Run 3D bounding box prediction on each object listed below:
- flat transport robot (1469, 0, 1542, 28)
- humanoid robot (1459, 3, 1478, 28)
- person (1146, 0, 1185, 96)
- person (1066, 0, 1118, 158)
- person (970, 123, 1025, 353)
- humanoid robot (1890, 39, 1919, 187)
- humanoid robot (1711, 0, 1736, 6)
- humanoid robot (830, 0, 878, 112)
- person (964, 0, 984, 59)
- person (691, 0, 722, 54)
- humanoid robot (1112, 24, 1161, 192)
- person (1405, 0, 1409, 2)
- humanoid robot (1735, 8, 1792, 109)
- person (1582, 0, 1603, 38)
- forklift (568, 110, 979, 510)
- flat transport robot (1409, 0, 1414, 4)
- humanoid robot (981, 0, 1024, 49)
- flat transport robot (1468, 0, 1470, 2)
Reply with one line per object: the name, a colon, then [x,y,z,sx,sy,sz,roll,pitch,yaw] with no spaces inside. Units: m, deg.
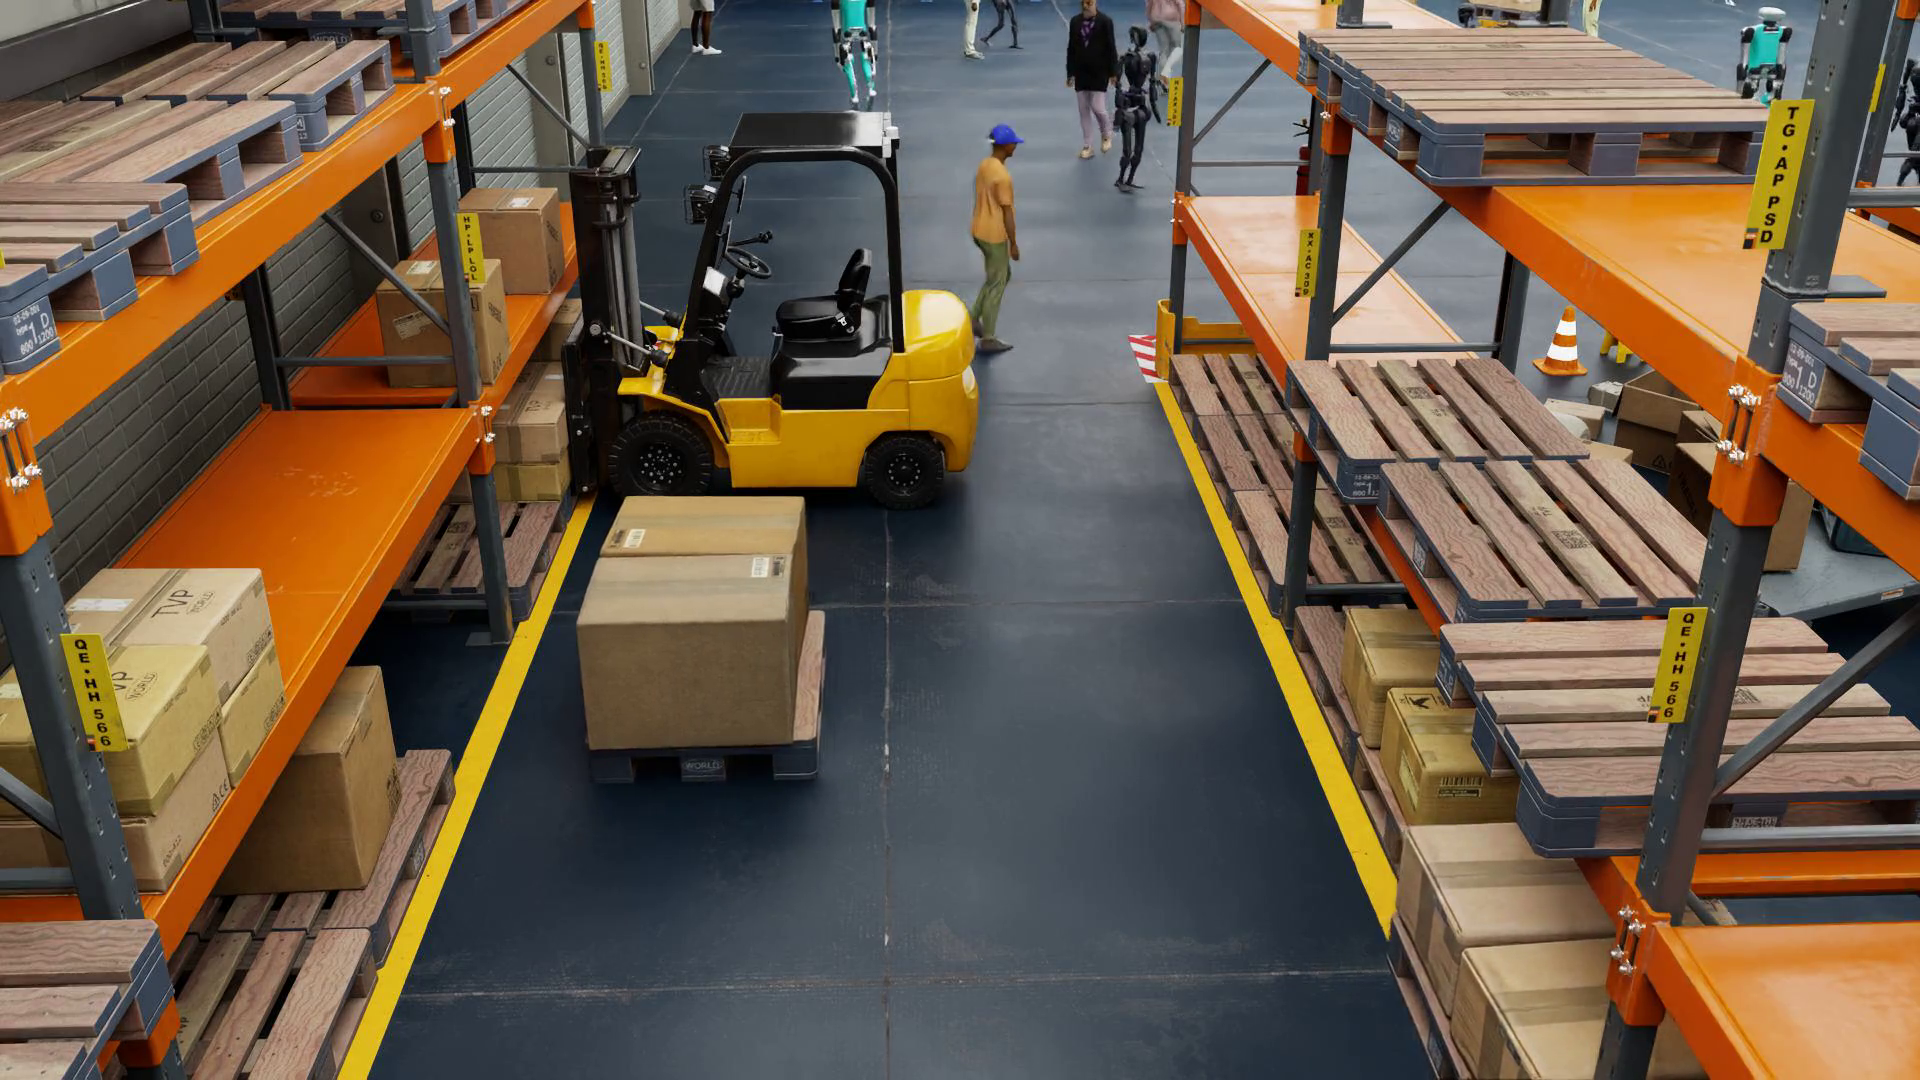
flat transport robot: [9.036,-8.338,26.962,1.431,0.231,0.659,-16,30,-30]
humanoid robot: [5.610,-5.137,18.565,0.609,1.619,0.654,-11,27,-22]
person: [2.671,-6.774,21.730,0.689,1.901,0.484,22,33,38]
person: [1.448,-5.160,18.412,0.574,1.835,0.450,13,28,25]
person: [0.290,-2.228,12.340,0.419,1.697,0.490,-9,27,-17]
humanoid robot: [9.758,-4.289,16.789,0.731,1.637,0.601,-9,27,-18]
humanoid robot: [13.883,-10.576,30.022,0.548,1.787,0.915,-8,26,-17]
humanoid robot: [-1.195,-5.621,19.520,0.554,1.819,0.704,-6,26,-12]
person: [0.219,-8.006,24.529,0.351,1.744,0.566,-2,25,-3]
person: [-3.855,-8.259,24.909,0.381,1.887,0.564,-21,33,-38]
humanoid robot: [1.789,-4.421,17.021,0.600,1.652,0.318,-19,31,-34]
person: [6.753,-8.466,25.400,0.561,1.837,0.383,-20,32,-36]
humanoid robot: [8.366,-4.535,17.205,0.530,1.794,0.802,-4,26,-8]
person: [9.030,-7.697,23.705,0.384,1.891,0.539,5,26,10]
forklift: [-1.043,-1.379,9.976,2.313,2.155,1.214,-1,25,-2]
flat transport robot: [6.398,-7.972,26.185,0.659,0.231,1.431,23,34,40]
humanoid robot: [0.647,-8.316,25.298,0.628,1.632,0.592,14,29,27]
flat transport robot: [9.686,-10.071,30.631,0.659,0.231,1.431,5,26,11]
